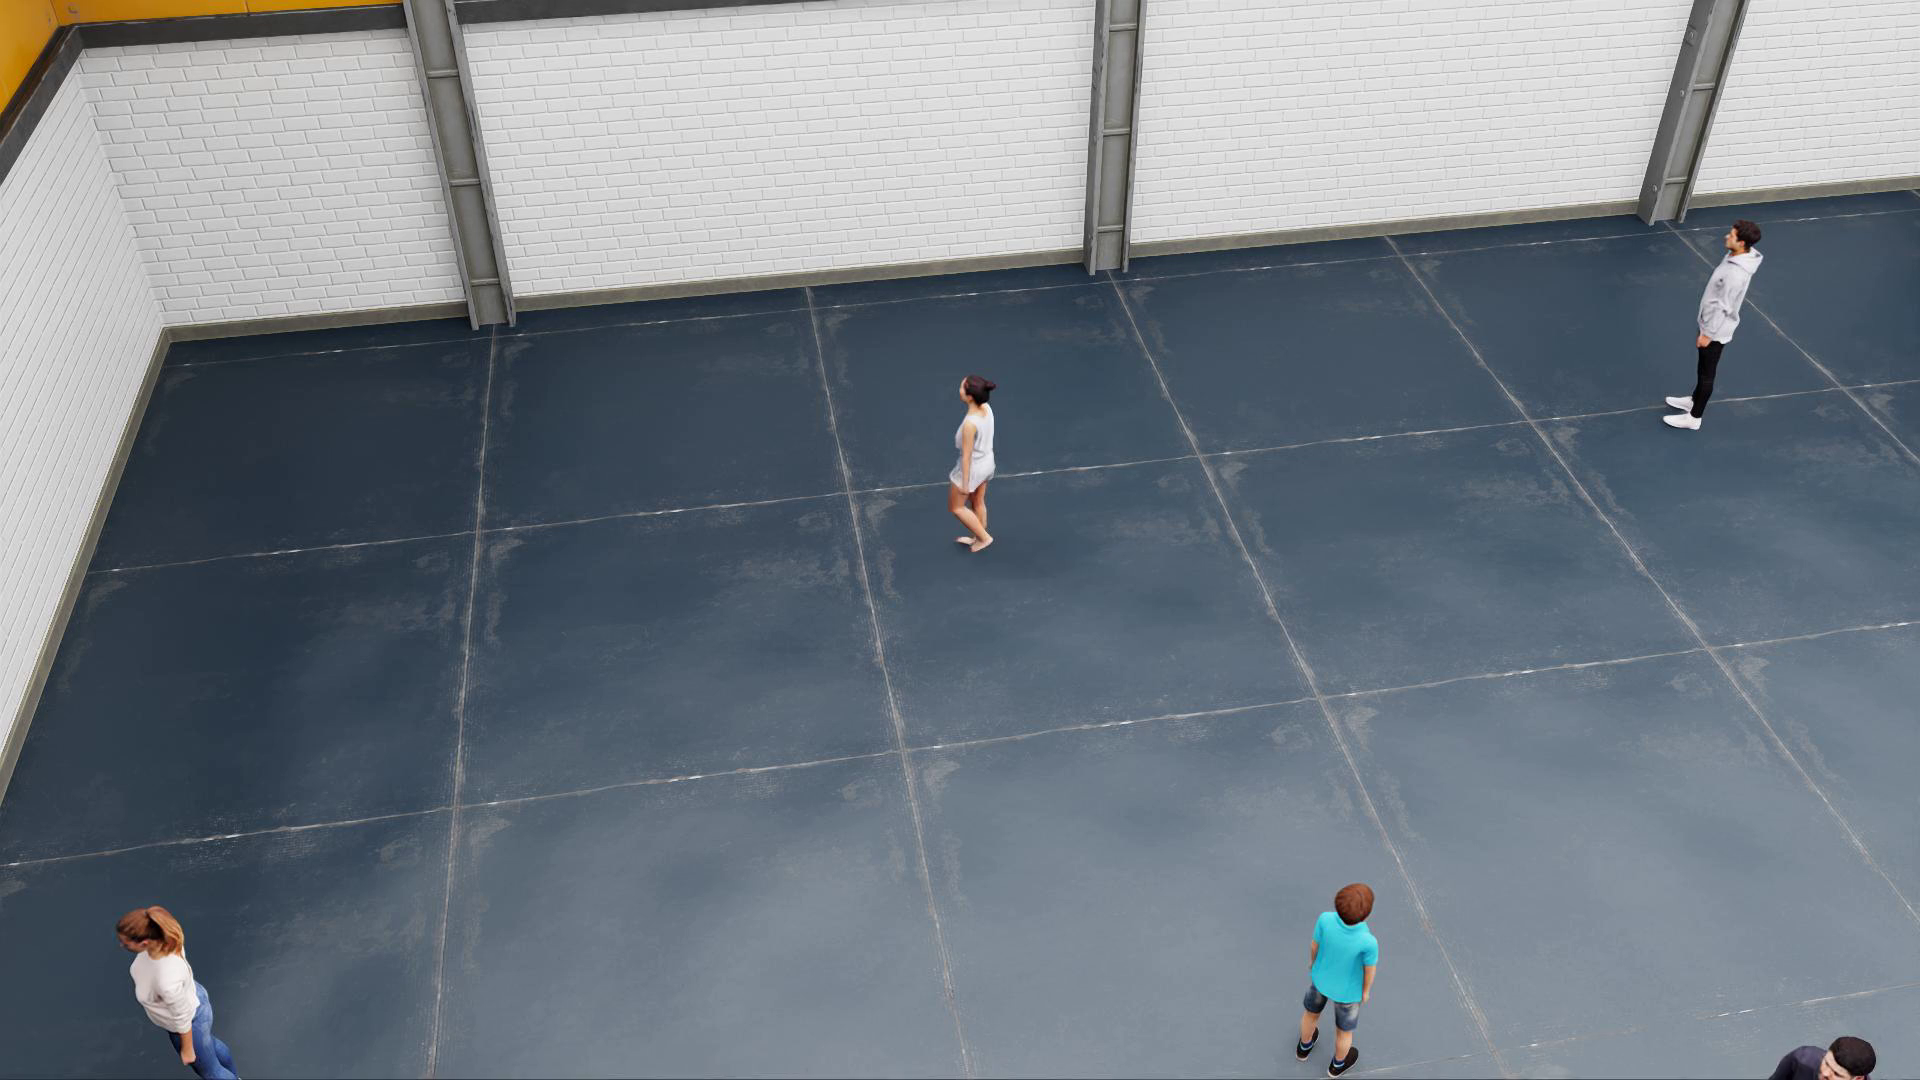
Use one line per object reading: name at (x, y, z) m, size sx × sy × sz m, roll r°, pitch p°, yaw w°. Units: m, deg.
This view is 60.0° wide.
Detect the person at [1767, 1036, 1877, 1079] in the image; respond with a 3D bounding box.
person at (4.165, 2.959, 8.079) m, size 1.277 × 1.833 × 0.877 m, roll -14°, pitch 41°, yaw -17°

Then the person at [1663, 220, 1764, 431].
person at (6.379, -1.817, 13.982) m, size 0.791 × 1.930 × 0.778 m, roll 15°, pitch 41°, yaw 18°

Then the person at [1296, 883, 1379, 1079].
person at (2.068, 2.394, 9.094) m, size 0.595 × 1.448 × 0.647 m, roll 26°, pitch 45°, yaw 29°

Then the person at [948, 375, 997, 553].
person at (0.173, -0.535, 12.641) m, size 0.729 × 1.598 × 0.686 m, roll 15°, pitch 41°, yaw 18°

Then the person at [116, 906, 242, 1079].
person at (-4.058, 2.502, 8.735) m, size 0.635 × 1.728 × 0.670 m, roll -18°, pitch 42°, yaw -22°
